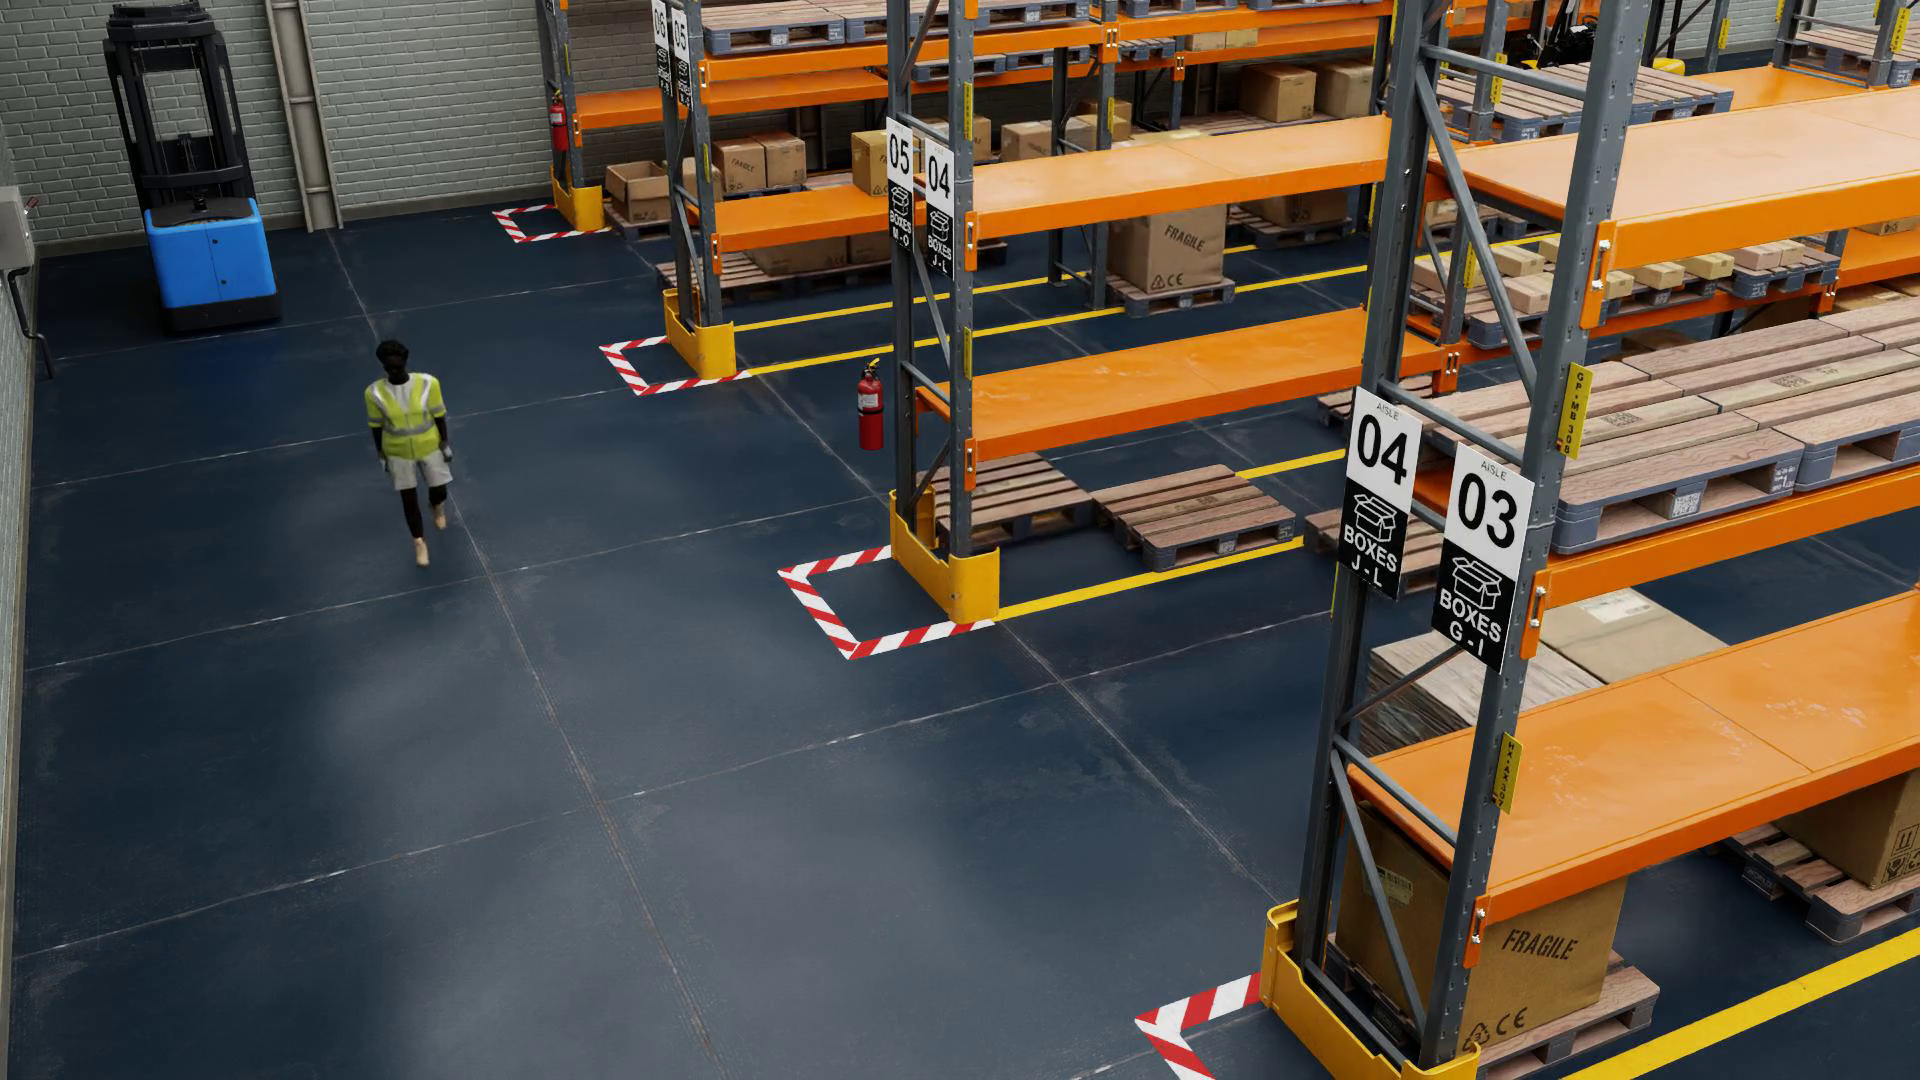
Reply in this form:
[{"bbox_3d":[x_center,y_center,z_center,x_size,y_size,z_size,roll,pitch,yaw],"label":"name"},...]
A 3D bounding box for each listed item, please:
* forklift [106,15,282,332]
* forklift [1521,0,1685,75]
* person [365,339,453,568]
[{"bbox_3d":[-7.548,-3.672,16.323,1.129,2.768,1.873,-12,30,-22],"label":"forklift"},{"bbox_3d":[8.950,-6.807,23.056,1.214,2.155,2.313,-12,30,-22],"label":"forklift"},{"bbox_3d":[-3.900,-0.659,11.826,0.539,1.677,0.515,-9,29,-16],"label":"person"}]
